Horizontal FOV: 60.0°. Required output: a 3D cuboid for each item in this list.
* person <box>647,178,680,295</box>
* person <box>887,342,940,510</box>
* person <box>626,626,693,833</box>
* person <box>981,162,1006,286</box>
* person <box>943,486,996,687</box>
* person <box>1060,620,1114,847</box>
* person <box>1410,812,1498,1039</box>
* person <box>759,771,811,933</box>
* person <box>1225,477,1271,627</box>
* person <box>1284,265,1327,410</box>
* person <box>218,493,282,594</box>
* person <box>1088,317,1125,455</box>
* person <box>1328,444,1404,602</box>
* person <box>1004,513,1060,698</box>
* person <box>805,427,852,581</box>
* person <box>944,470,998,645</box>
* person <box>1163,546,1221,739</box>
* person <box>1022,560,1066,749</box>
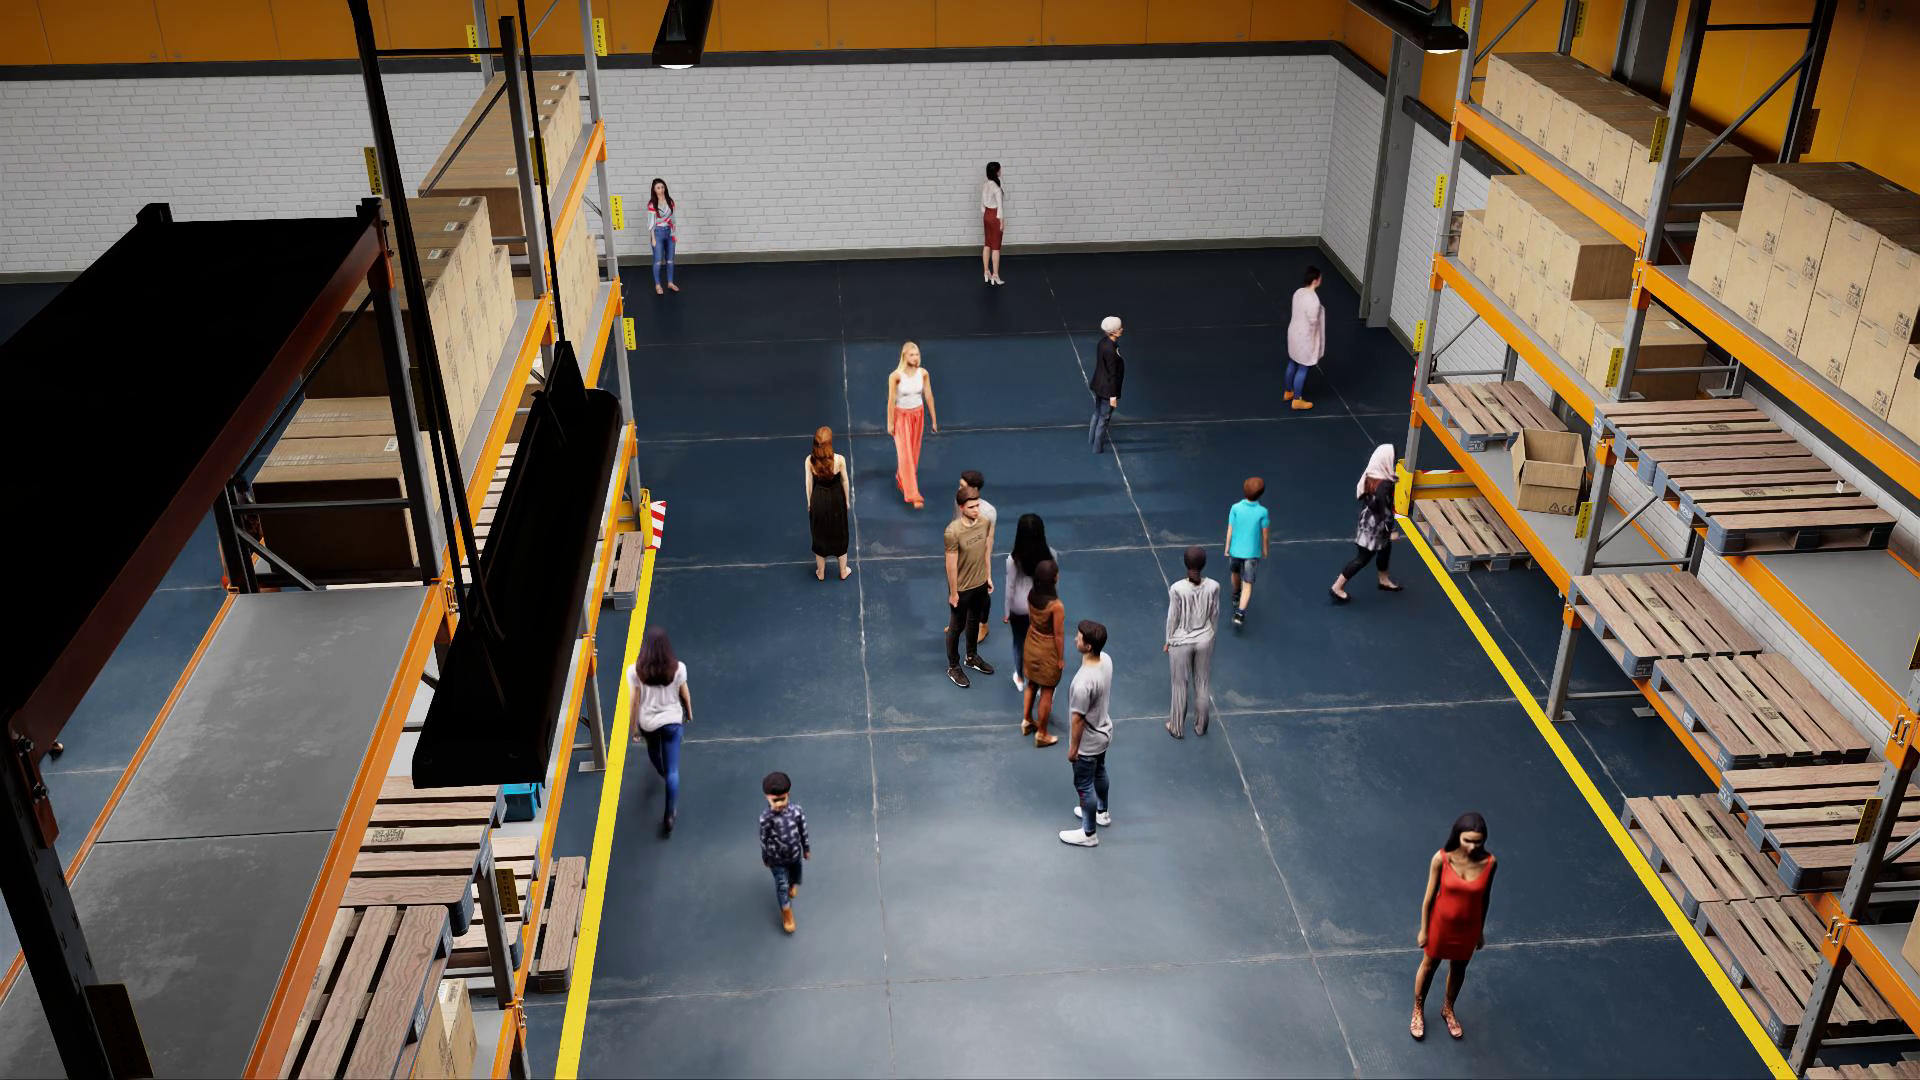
[{"bbox_3d":[-4.153,-4.259,23.228,0.659,1.614,0.663,-18,34,-30],"label":"person"},{"bbox_3d":[-0.567,-1.269,17.577,0.910,1.775,1.165,-13,31,-22],"label":"person"},{"bbox_3d":[-2.273,1.485,12.670,0.608,1.640,1.077,-3,29,-5],"label":"person"},{"bbox_3d":[0.471,-4.479,23.488,0.729,1.751,0.608,-18,33,-29],"label":"person"},{"bbox_3d":[0.066,0.368,14.497,0.745,1.852,0.780,-25,37,-38],"label":"person"},{"bbox_3d":[0.986,1.437,12.505,0.807,1.884,0.672,11,31,19],"label":"person"},{"bbox_3d":[3.191,2.482,10.760,0.600,1.719,0.548,0,29,1],"label":"person"},{"bbox_3d":[-1.253,2.170,11.832,0.606,1.242,0.762,-10,30,-18],"label":"person"},{"bbox_3d":[2.640,0.122,15.400,0.794,1.419,1.040,9,30,15],"label":"person"},{"bbox_3d":[4.074,-2.414,19.710,0.776,1.743,0.589,-6,29,-10],"label":"person"},{"bbox_3d":[-6.207,0.361,14.648,0.754,1.720,0.714,-13,31,-22],"label":"person"},{"bbox_3d":[1.600,-1.692,18.737,0.679,1.771,0.602,-3,29,-5],"label":"person"},{"bbox_3d":[3.833,-0.127,15.670,0.746,1.597,0.955,0,29,-1],"label":"person"},{"bbox_3d":[0.627,0.625,14.169,0.733,1.714,0.934,-8,30,-15],"label":"person"},{"bbox_3d":[-1.278,-0.351,16.053,0.578,1.625,0.573,0,29,-1],"label":"person"},{"bbox_3d":[0.115,0.121,15.091,0.668,1.717,0.740,25,37,37],"label":"person"},{"bbox_3d":[1.913,0.850,13.694,0.577,1.774,0.511,-2,29,-5],"label":"person"},{"bbox_3d":[0.687,0.923,13.656,0.699,1.682,0.596,-19,34,-30],"label":"person"}]
